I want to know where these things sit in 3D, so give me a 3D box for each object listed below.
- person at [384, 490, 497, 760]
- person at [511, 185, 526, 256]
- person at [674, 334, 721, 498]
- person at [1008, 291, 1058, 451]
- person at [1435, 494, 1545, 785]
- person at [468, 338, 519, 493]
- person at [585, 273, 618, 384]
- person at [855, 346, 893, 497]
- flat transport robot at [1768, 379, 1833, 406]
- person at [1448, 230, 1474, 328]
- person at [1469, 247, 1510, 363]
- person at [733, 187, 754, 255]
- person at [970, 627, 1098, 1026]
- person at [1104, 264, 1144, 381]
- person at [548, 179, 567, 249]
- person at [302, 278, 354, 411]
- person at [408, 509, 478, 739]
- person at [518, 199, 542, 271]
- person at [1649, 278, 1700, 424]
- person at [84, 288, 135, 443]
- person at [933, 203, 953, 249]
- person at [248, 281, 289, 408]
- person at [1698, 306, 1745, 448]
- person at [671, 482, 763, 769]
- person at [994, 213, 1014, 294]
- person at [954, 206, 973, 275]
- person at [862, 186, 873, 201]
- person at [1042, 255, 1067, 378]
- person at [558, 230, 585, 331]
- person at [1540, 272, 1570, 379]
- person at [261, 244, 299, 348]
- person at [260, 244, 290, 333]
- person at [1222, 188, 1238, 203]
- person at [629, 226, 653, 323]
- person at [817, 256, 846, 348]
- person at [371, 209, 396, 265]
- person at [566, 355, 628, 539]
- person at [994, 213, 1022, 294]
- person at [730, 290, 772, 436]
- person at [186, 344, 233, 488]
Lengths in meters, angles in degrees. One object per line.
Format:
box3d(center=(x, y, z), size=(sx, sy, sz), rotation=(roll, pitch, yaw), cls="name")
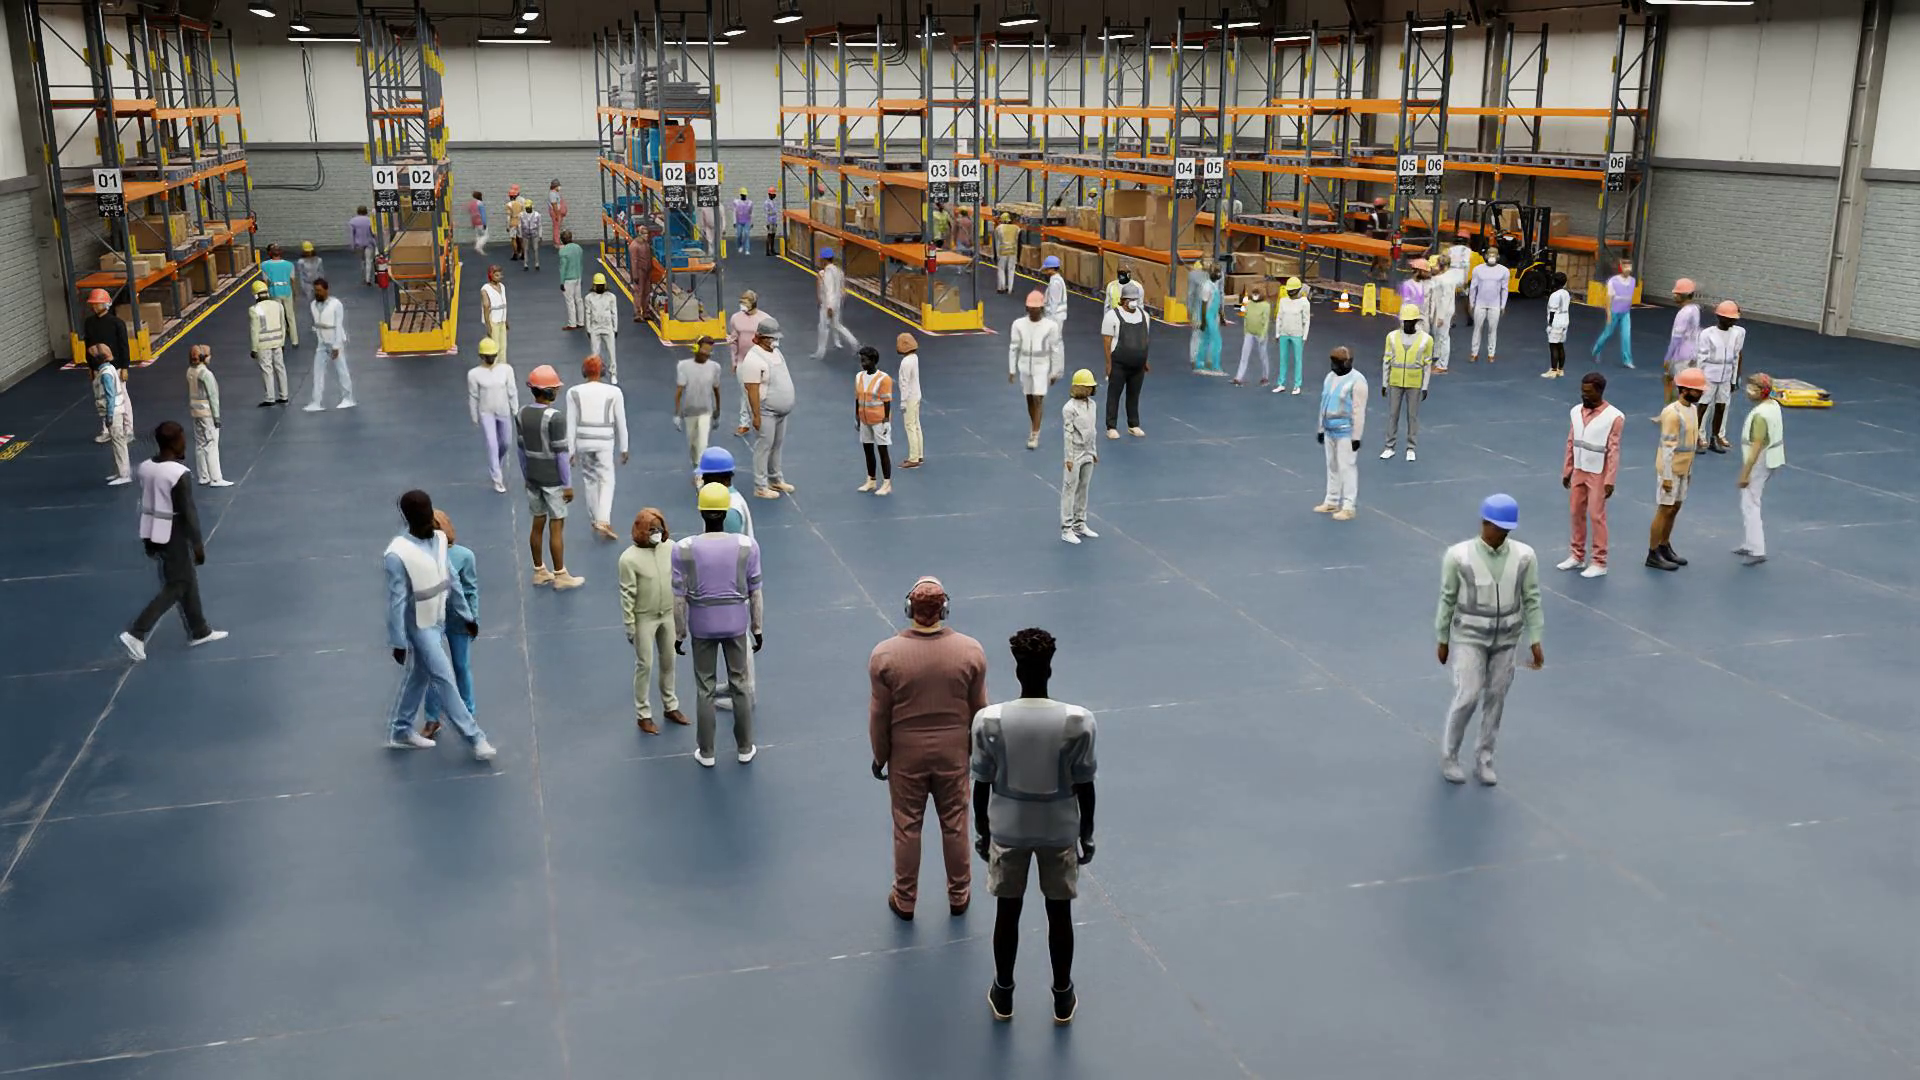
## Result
box3d(center=(-3.526, 0.566, 11.141), size=(0.840, 1.877, 0.652), rotation=(3, 15, 10), cls="person")
box3d(center=(-12.483, -9.028, 47.020), size=(0.612, 1.982, 0.408), rotation=(11, 19, 36), cls="person")
box3d(center=(-2.960, -1.438, 18.816), size=(0.534, 1.814, 0.985), rotation=(-2, 15, -7), cls="person")
box3d(center=(0.947, -2.188, 21.281), size=(0.606, 1.999, 1.067), rotation=(5, 16, 17), cls="person")
box3d(center=(3.406, 0.649, 10.698), size=(0.627, 1.927, 0.535), rotation=(-1, 15, -4), cls="person")
box3d(center=(-5.328, -1.458, 18.985), size=(0.527, 1.745, 0.726), rotation=(-9, 17, -30), cls="person")
box3d(center=(-5.564, -3.280, 25.871), size=(0.486, 1.736, 0.320), rotation=(-3, 15, -11), cls="person")
box3d(center=(-0.973, -1.341, 18.665), size=(0.540, 1.686, 0.319), rotation=(12, 19, 38), cls="person")
box3d(center=(12.283, -2.204, 24.621), size=(0.652, 0.197, 1.431), rotation=(1, 15, 4), cls="flat transport robot")
box3d(center=(9.770, -5.077, 32.349), size=(0.967, 1.878, 0.576), rotation=(-10, 18, -33), cls="person")
box3d(center=(8.886, -3.950, 27.997), size=(0.631, 1.940, 0.372), rotation=(5, 16, 18), cls="person")
box3d(center=(-6.179, -9.094, 47.419), size=(0.607, 1.907, 0.657), rotation=(-3, 15, -11), cls="person")
box3d(center=(0.352, 1.369, 7.950), size=(0.605, 1.959, 0.374), rotation=(2, 15, 6), cls="person")
box3d(center=(2.555, -3.400, 26.114), size=(0.633, 1.841, 0.429), rotation=(6, 16, 20), cls="person")
box3d(center=(-11.931, -9.688, 49.394), size=(0.537, 2.000, 0.678), rotation=(-4, 15, -13), cls="person")
box3d(center=(-9.028, -2.760, 23.624), size=(0.589, 1.880, 0.919), rotation=(6, 16, 22), cls="person")
box3d(center=(-3.588, 0.579, 11.538), size=(0.497, 1.633, 0.284), rotation=(-2, 15, -6), cls="person")
box3d(center=(-11.094, -7.873, 42.958), size=(0.591, 1.834, 0.404), rotation=(-2, 15, -9), cls="person")
box3d(center=(9.596, -2.497, 22.363), size=(0.718, 2.020, 0.637), rotation=(10, 18, 34), cls="person")
box3d(center=(-10.999, -2.244, 21.465), size=(0.612, 1.997, 0.375), rotation=(3, 15, 11), cls="person")
box3d(center=(-0.486, -8.405, 45.309), size=(0.543, 1.637, 0.896), rotation=(-8, 17, -27), cls="person")
box3d(center=(-9.970, -2.811, 23.934), size=(0.403, 1.822, 0.588), rotation=(7, 17, 26), cls="person")
box3d(center=(9.708, -2.097, 21.188), size=(0.501, 1.861, 0.326), rotation=(-2, 15, -6), cls="person")
box3d(center=(-1.605, 0.565, 11.029), size=(0.595, 1.925, 0.375), rotation=(-4, 15, -13), cls="person")
box3d(center=(1.036, -6.529, 37.906), size=(0.404, 1.830, 0.602), rotation=(12, 19, 37), cls="person")
box3d(center=(0.091, -7.566, 42.042), size=(0.538, 1.717, 0.924), rotation=(2, 15, 7), cls="person")
box3d(center=(-2.709, -9.541, 49.200), size=(0.502, 1.860, 0.340), rotation=(12, 19, 38), cls="person")
box3d(center=(1.506, -3.559, 26.528), size=(0.415, 1.942, 0.612), rotation=(2, 15, 7), cls="person")
box3d(center=(-7.447, -4.964, 31.840), size=(0.377, 1.929, 0.633), rotation=(7, 16, 25), cls="person")
box3d(center=(9.507, -3.417, 26.472), size=(0.322, 1.689, 0.530), rotation=(13, 19, 40), cls="person")
box3d(center=(-12.061, -4.311, 29.532), size=(0.564, 1.846, 0.390), rotation=(-9, 17, -30), cls="person")
box3d(center=(-12.893, -4.725, 31.376), size=(0.535, 1.697, 0.318), rotation=(-14, 21, -43), cls="person")
box3d(center=(7.546, -8.933, 46.782), size=(0.629, 1.923, 0.617), rotation=(-8, 17, -27), cls="person")
box3d(center=(-6.310, -5.288, 33.121), size=(0.400, 1.900, 0.647), rotation=(5, 16, 18), cls="person")
box3d(center=(-2.292, -4.240, 29.668), size=(0.514, 1.636, 0.314), rotation=(-3, 15, -13), cls="person")
box3d(center=(-15.189, -8.131, 43.975), size=(0.622, 1.817, 0.431), rotation=(2, 15, 7), cls="person")
box3d(center=(-3.683, -0.927, 16.824), size=(0.592, 1.850, 0.777), rotation=(-1, 15, -3), cls="person")
box3d(center=(1.080, -6.542, 37.968), size=(0.663, 1.825, 0.514), rotation=(-3, 15, -12), cls="person")
box3d(center=(-2.722, -2.314, 21.846), size=(0.629, 1.937, 0.379), rotation=(5, 16, 18), cls="person")
box3d(center=(-8.635, -1.420, 19.049), size=(0.523, 1.639, 0.309), rotation=(12, 19, 37), cls="person")
